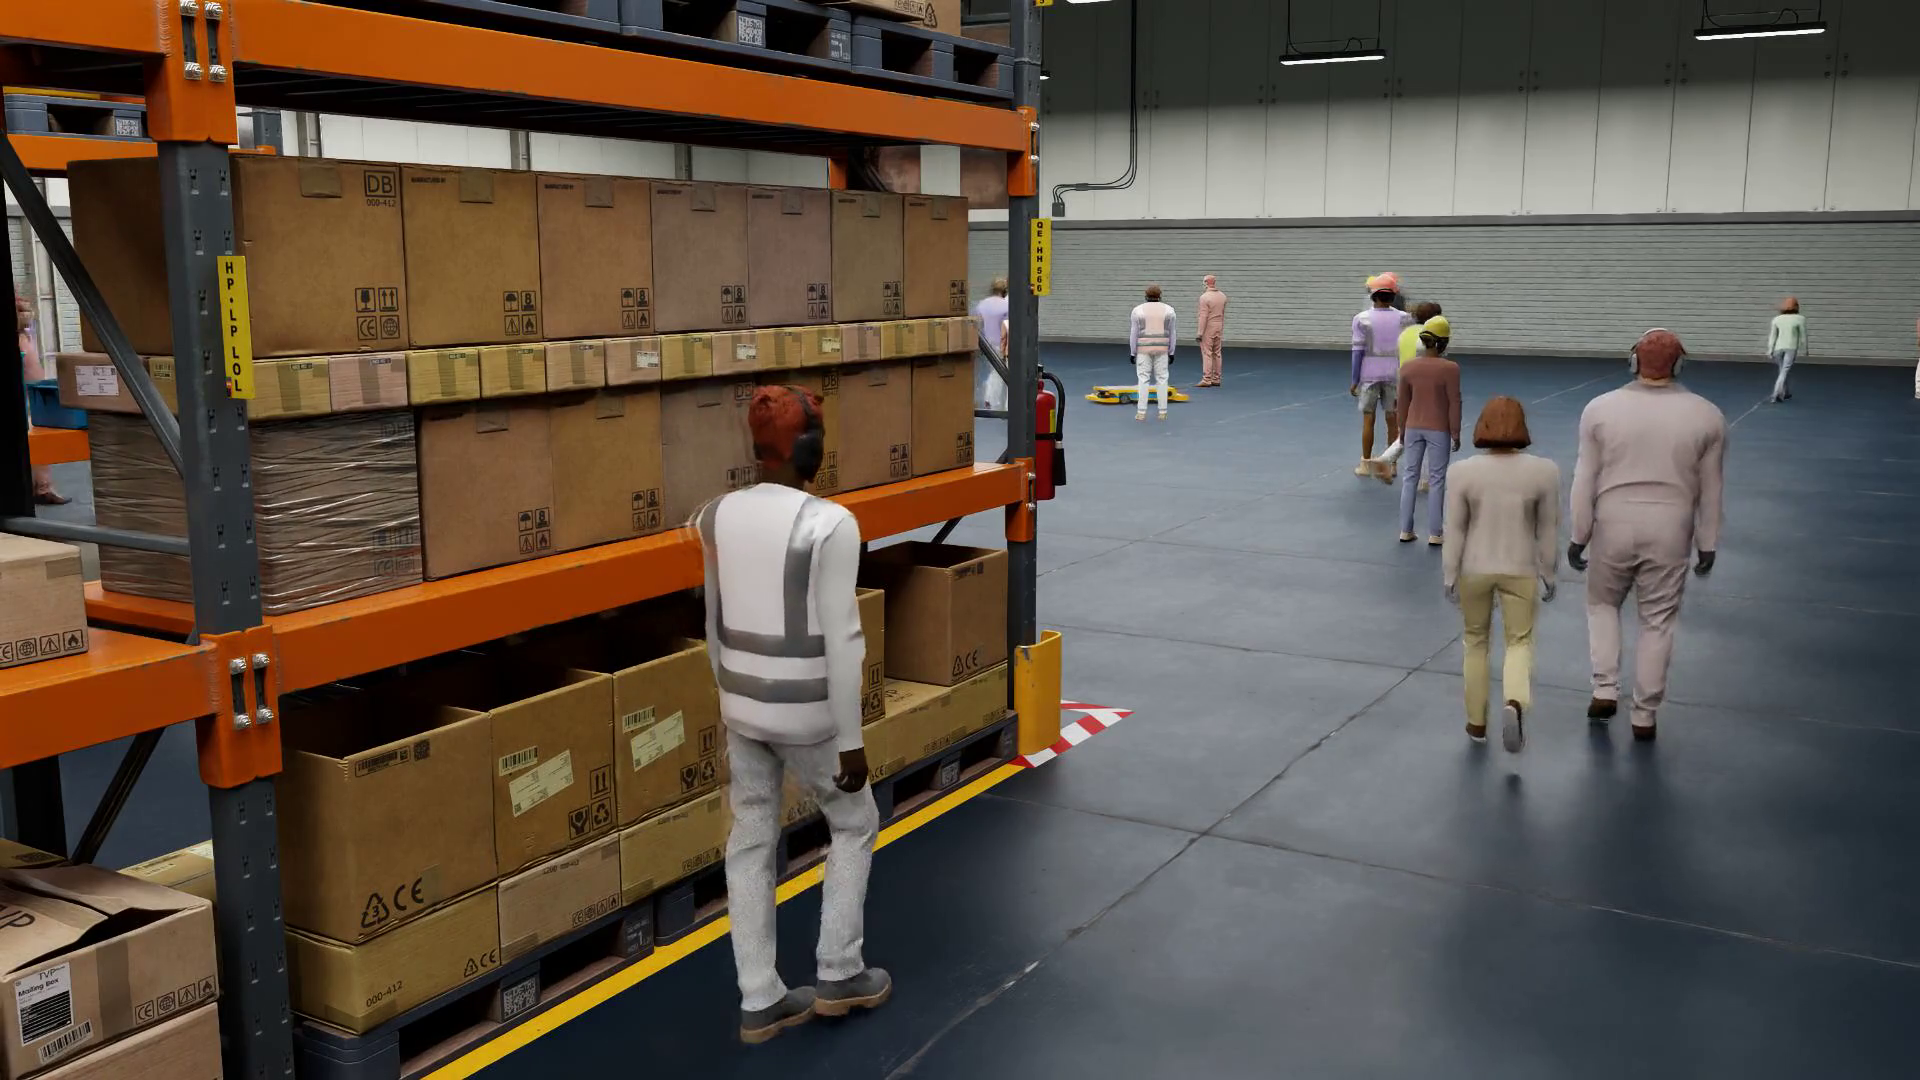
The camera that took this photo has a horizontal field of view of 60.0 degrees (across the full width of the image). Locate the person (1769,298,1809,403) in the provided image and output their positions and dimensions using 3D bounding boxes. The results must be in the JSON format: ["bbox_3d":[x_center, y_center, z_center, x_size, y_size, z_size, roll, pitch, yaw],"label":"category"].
[{"bbox_3d":[12.646,-2.900,25.436,0.846,1.591,0.504,-7,12,-36],"label":"person"}]

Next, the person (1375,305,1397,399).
[{"bbox_3d":[6.536,-3.030,25.680,0.325,1.769,0.524,-6,11,-31],"label":"person"}]

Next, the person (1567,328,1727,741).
[{"bbox_3d":[3.180,-0.028,7.730,0.669,1.896,0.530,3,10,17],"label":"person"}]

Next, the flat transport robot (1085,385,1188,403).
[{"bbox_3d":[2.691,-2.238,25.416,1.431,0.197,0.652,-3,10,-17],"label":"flat transport robot"}]

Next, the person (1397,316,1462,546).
[{"bbox_3d":[3.636,-0.841,12.867,0.315,1.767,0.535,-9,14,-44],"label":"person"}]

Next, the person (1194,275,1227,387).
[{"bbox_3d":[4.244,-3.552,28.349,0.639,1.902,0.407,-9,13,-44],"label":"person"}]

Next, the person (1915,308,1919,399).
[{"bbox_3d":[15.281,-3.195,26.002,0.608,1.987,0.391,0,10,-1],"label":"person"}]

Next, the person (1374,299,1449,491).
[{"bbox_3d":[4.323,-1.356,15.713,0.640,1.823,0.632,-3,10,-19],"label":"person"}]

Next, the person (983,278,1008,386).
[{"bbox_3d":[0.758,-3.551,28.449,0.666,1.865,0.582,1,10,8],"label":"person"}]

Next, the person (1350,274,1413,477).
[{"bbox_3d":[4.231,-1.644,16.758,0.607,2.044,0.374,0,10,0],"label":"person"}]

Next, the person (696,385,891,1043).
[{"bbox_3d":[-0.435,0.486,4.794,0.606,1.865,0.645,6,12,33],"label":"person"}]

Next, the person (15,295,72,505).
[{"bbox_3d":[-8.322,-1.245,14.905,0.763,1.882,0.661,-3,10,-18],"label":"person"}]

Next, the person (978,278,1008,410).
[{"bbox_3d":[0.563,-2.681,23.187,0.495,1.920,0.627,-9,13,-42],"label":"person"}]

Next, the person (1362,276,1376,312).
[{"bbox_3d":[8.289,-4.430,33.725,0.568,1.813,0.626,-3,10,-17],"label":"person"}]

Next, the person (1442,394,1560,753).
[{"bbox_3d":[2.409,0.157,7.444,0.509,1.617,0.608,3,10,15],"label":"person"}]

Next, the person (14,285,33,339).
[{"bbox_3d":[-12.518,-2.422,21.797,0.899,1.870,0.663,-2,10,-10],"label":"person"}]

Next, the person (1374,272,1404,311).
[{"bbox_3d":[6.849,-3.323,26.789,0.657,1.968,0.640,-7,12,-37],"label":"person"}]

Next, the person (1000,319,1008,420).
[{"bbox_3d":[0.798,-2.449,22.651,0.523,1.640,0.306,2,10,14],"label":"person"}]

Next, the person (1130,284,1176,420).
[{"bbox_3d":[2.616,-2.547,22.631,0.633,1.842,0.429,-1,10,-4],"label":"person"}]
